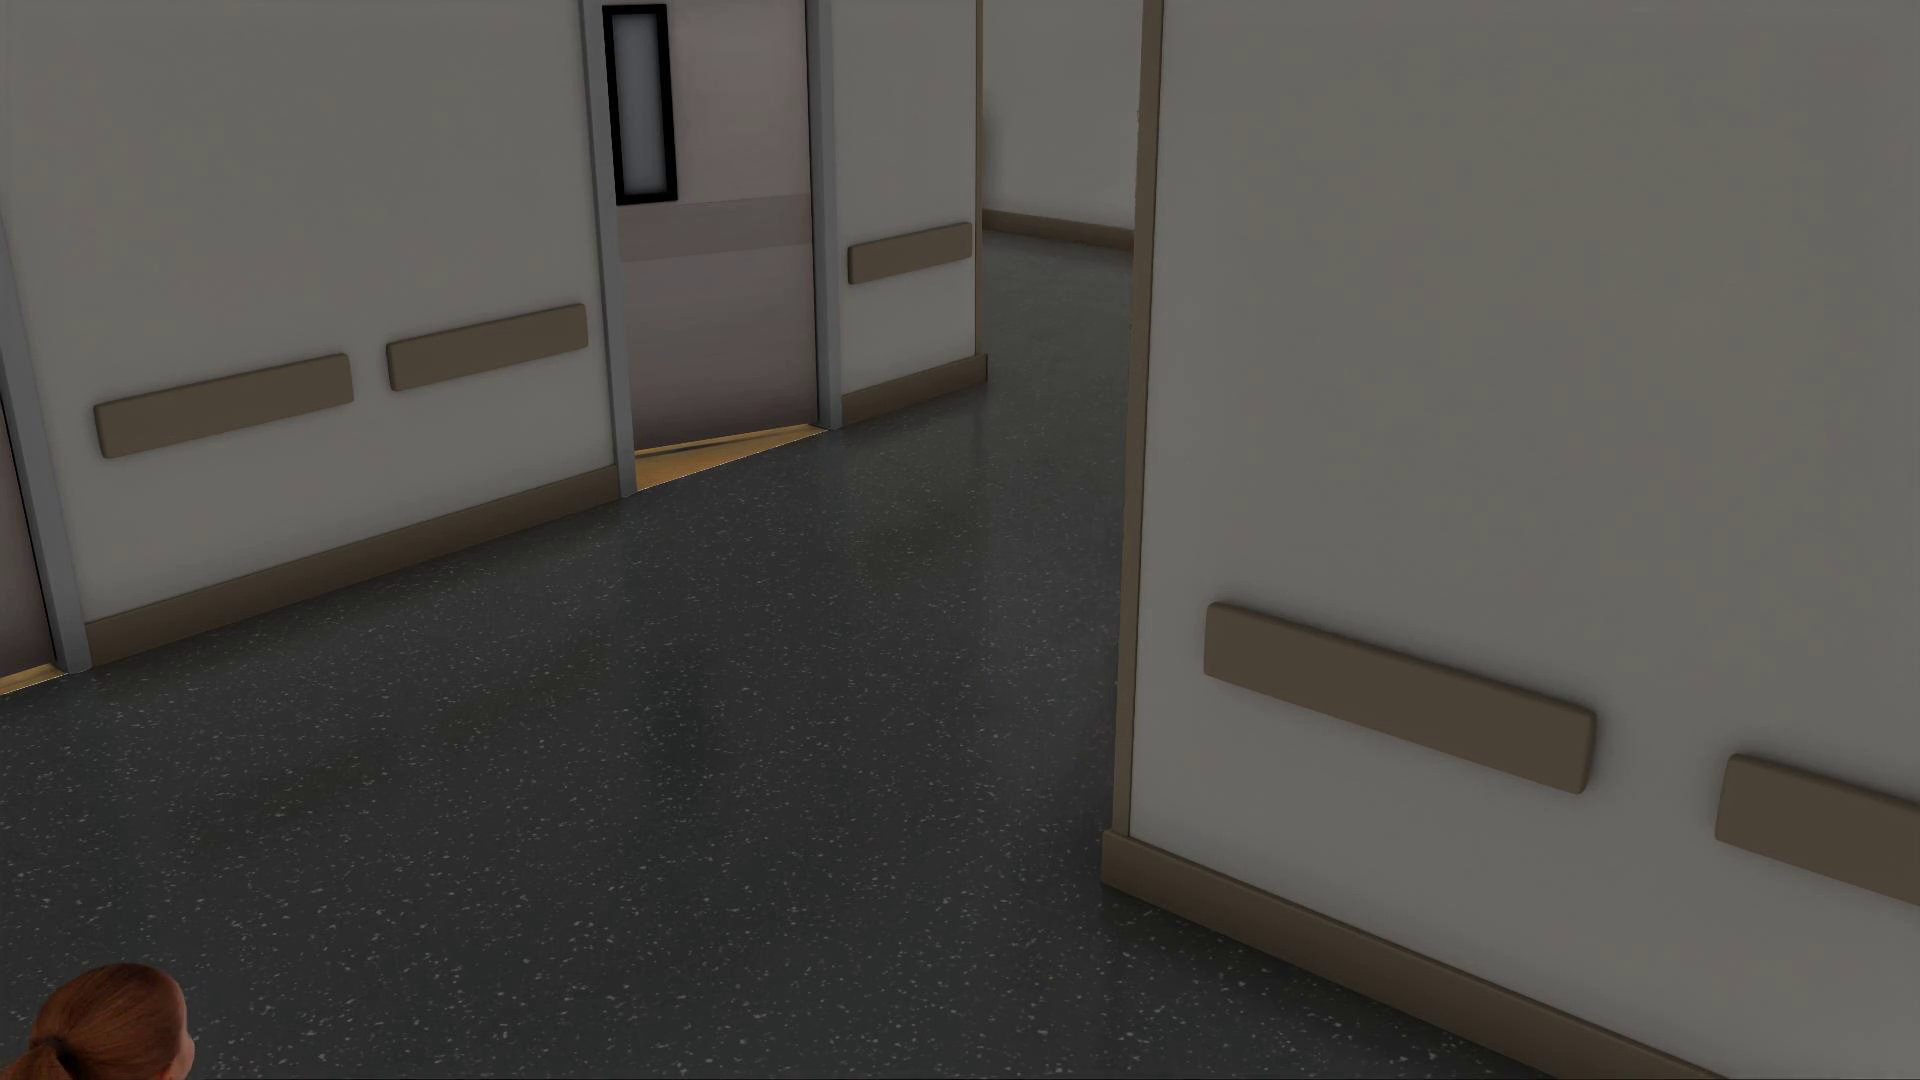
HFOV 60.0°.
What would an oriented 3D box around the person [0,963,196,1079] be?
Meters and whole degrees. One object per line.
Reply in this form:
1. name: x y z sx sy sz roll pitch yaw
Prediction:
1. person: -0.998 1.119 2.146 0.572 1.280 0.616 5 21 13
